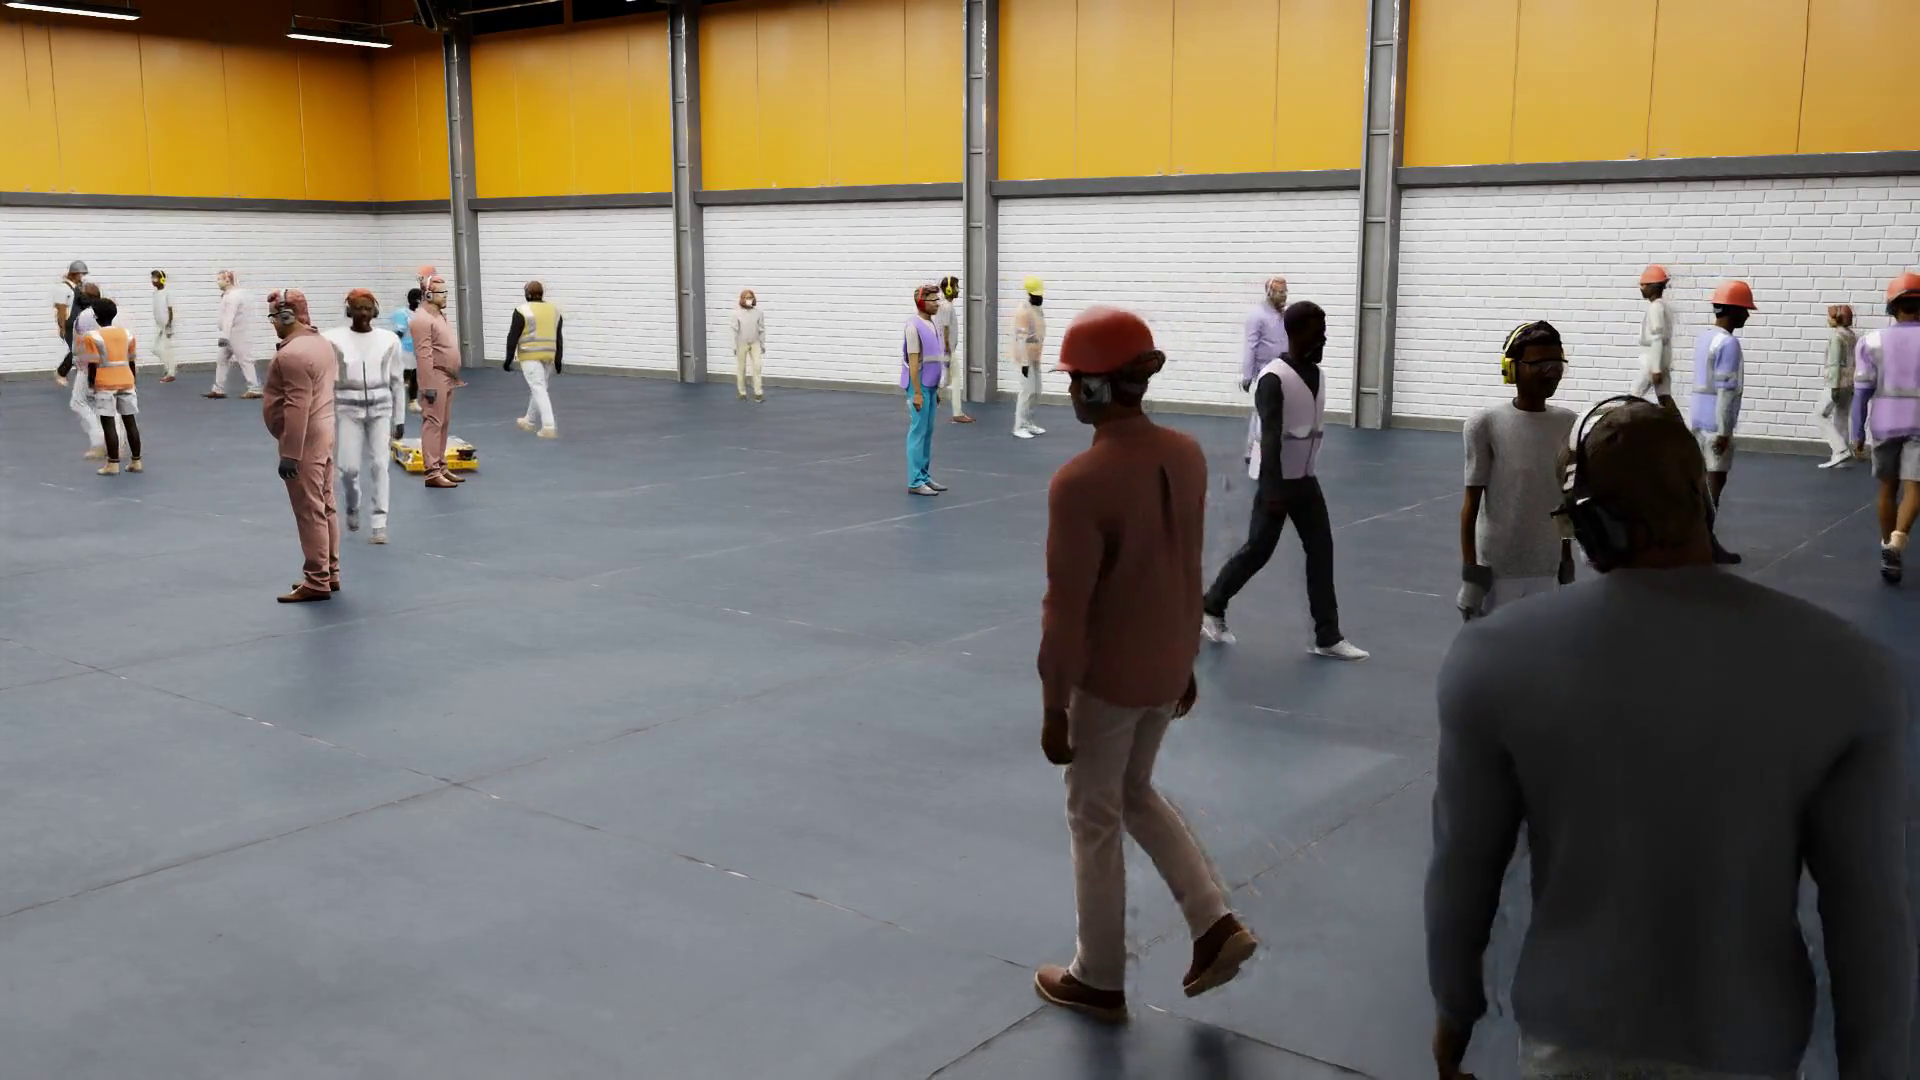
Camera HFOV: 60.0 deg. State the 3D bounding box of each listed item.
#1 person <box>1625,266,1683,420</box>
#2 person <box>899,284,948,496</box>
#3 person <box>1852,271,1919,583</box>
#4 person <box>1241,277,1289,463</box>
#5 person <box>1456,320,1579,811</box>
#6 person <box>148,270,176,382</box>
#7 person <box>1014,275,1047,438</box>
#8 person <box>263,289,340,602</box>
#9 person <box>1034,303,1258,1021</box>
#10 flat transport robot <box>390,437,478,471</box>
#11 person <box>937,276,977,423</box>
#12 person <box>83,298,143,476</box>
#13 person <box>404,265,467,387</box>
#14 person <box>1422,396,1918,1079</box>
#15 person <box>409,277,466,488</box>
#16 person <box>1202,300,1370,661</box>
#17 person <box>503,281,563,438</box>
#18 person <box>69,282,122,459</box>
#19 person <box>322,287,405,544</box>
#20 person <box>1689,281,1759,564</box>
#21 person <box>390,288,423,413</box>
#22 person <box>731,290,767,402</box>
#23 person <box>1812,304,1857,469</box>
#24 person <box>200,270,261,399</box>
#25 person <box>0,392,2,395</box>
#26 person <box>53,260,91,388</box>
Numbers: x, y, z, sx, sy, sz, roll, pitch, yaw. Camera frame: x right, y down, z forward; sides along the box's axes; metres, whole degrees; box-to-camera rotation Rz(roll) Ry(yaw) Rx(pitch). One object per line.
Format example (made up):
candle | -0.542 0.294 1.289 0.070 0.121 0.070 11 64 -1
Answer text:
person | 7.129 -1.834 17.244 1.065 1.983 0.636 6 12 32
person | -0.326 -1.321 14.661 0.390 1.846 0.564 3 10 15
person | 6.114 -0.734 10.800 0.622 2.008 0.959 7 12 34
person | 3.188 -1.646 16.462 0.905 1.868 0.679 9 13 41
person | 2.065 0.134 6.123 0.508 1.872 0.329 -3 10 -19
person | -13.186 -3.526 27.466 0.554 1.854 0.400 6 11 30
person | 0.816 -2.093 19.057 0.494 1.877 0.623 5 11 28
person | -4.026 -0.574 10.155 0.407 1.902 0.638 -1 10 -6
person | 0.469 0.361 4.471 0.538 1.978 0.645 9 13 42
flat transport robot | -5.290 -0.878 16.663 0.652 0.197 1.431 -5 11 -25
person | -0.213 -2.377 20.820 0.771 1.851 0.518 -1 10 -5
person | -8.113 -1.462 15.919 0.317 1.693 0.540 5 11 26
person | -8.425 -3.361 26.289 1.048 1.948 0.602 -4 11 -24
person | 1.012 0.746 2.473 0.651 1.897 0.517 3 10 17
person | -4.747 -1.435 15.146 0.409 1.907 0.651 -1 10 -4
person | 1.687 -0.327 8.798 0.974 1.883 0.607 8 13 40
person | -4.987 -2.103 19.349 0.941 1.791 0.640 8 12 38
person | -8.900 -1.731 17.103 0.481 1.823 0.645 0 10 -1
person | -4.372 -0.914 12.212 0.595 1.872 0.519 -5 11 -26
person | 5.216 -0.805 11.416 0.379 1.929 0.558 1 10 5
person | -7.394 -2.532 22.217 0.516 1.662 0.588 3 10 19
person | -2.990 -2.751 23.698 0.530 1.601 0.782 -4 11 -23
person | 8.597 -1.493 16.302 0.528 1.628 0.360 -9 13 -43
person | -10.696 -2.971 24.212 0.906 1.869 0.660 -6 11 -29
person | -14.608 -3.053 24.807 0.403 1.825 0.586 -8 13 -40
person | -13.586 -3.298 25.603 0.630 2.000 0.708 3 10 14
